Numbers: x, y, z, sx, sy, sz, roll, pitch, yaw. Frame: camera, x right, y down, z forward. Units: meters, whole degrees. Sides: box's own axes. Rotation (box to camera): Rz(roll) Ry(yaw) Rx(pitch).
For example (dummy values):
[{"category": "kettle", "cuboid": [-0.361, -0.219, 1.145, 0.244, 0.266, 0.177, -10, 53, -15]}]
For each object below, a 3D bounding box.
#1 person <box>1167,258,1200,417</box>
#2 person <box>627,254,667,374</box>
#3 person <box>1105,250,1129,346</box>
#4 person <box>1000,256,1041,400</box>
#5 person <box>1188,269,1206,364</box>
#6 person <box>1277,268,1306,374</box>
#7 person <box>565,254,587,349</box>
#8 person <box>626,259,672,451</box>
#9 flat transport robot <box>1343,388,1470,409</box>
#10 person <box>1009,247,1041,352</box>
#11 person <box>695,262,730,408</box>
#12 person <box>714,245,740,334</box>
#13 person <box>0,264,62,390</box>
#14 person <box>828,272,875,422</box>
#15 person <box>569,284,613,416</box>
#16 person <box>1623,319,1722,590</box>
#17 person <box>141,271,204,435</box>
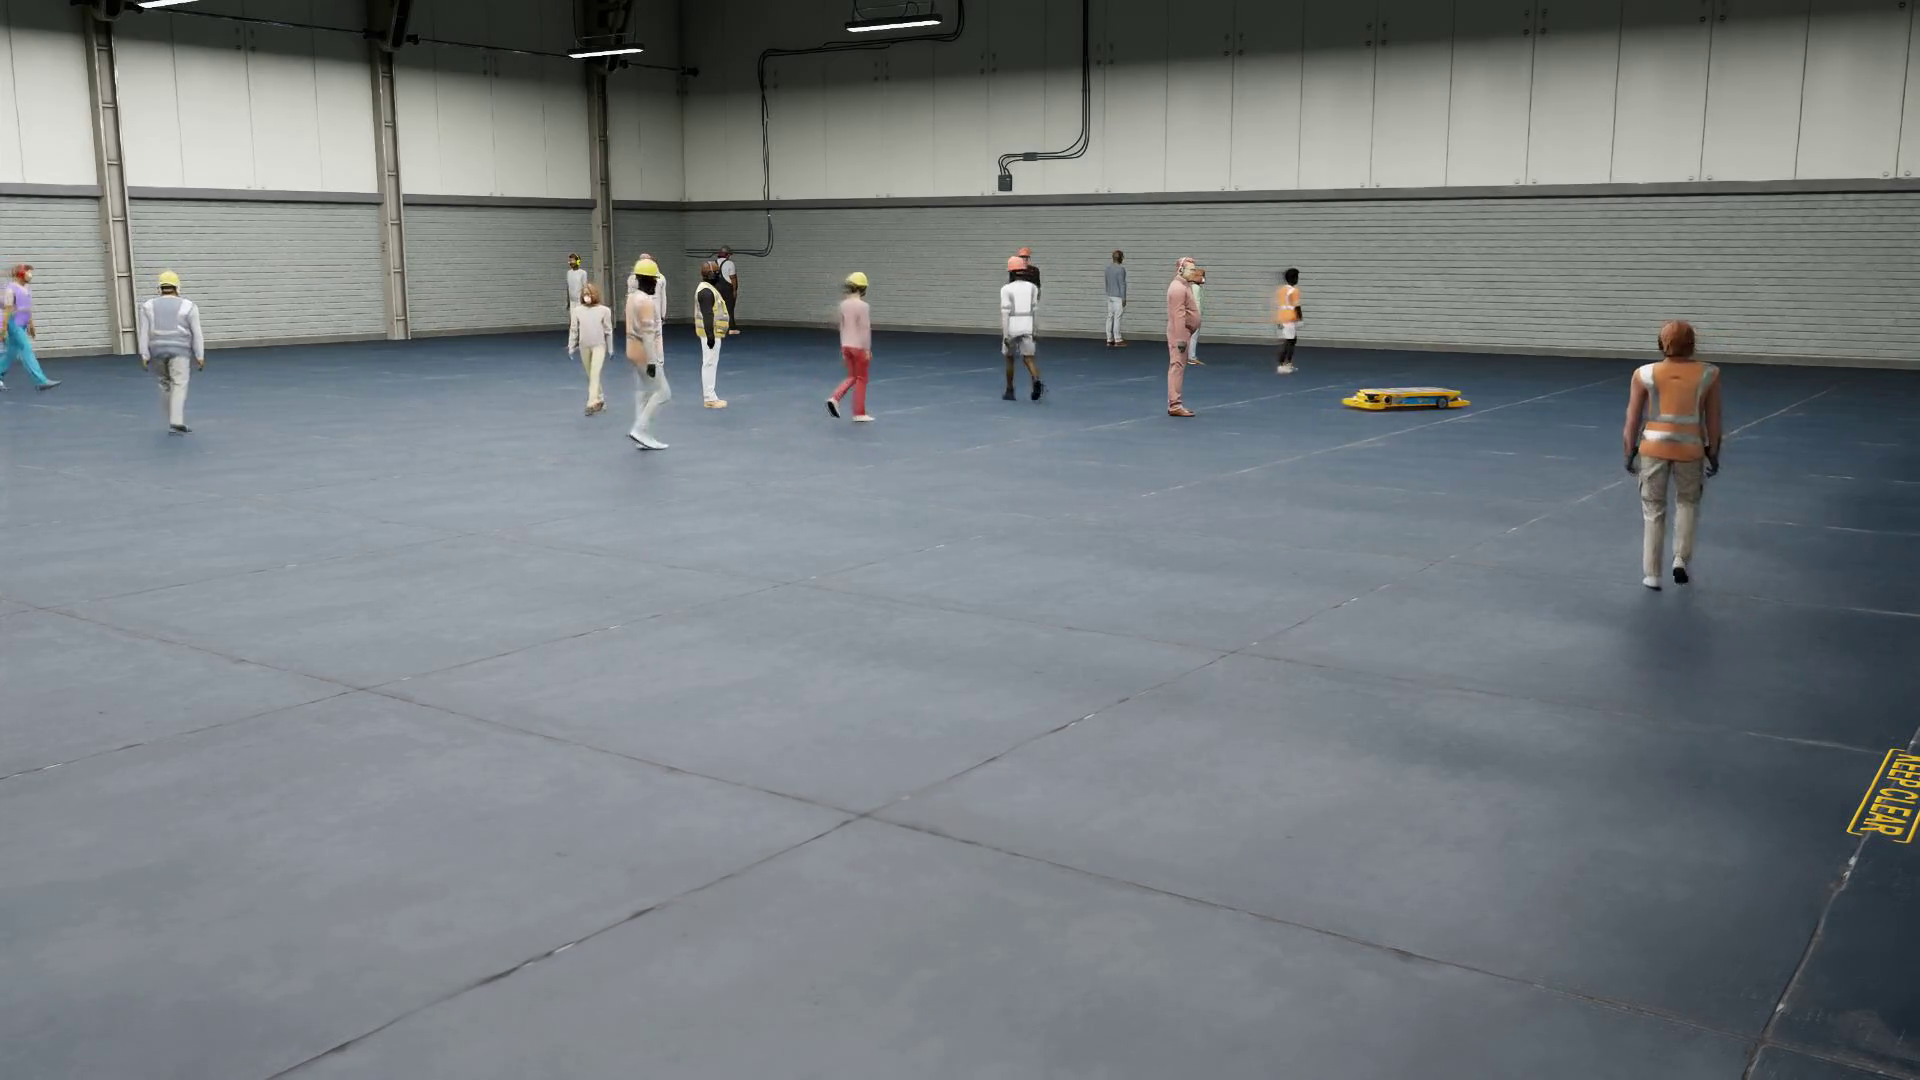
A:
[{"category": "person", "cuboid": [2.686, -2.442, 20.059, 0.403, 1.904, 0.637, 1, 10, 7]}, {"category": "person", "cuboid": [-4.970, -3.572, 26.374, 0.638, 1.910, 0.407, -6, 12, -29]}, {"category": "person", "cuboid": [3.165, -4.881, 33.617, 0.372, 1.940, 0.630, -6, 12, -29]}, {"category": "person", "cuboid": [0.802, -2.757, 21.800, 0.558, 1.916, 0.778, -4, 11, -22]}, {"category": "person", "cuboid": [4.098, -3.859, 28.744, 0.271, 1.632, 0.509, 0, 10, 1]}, {"category": "person", "cuboid": [5.304, -3.484, 26.535, 0.593, 1.679, 0.546, -2, 10, -12]}, {"category": "person", "cuboid": [-7.580, -4.712, 32.856, 0.517, 1.874, 0.327, 5, 11, 27]}, {"category": "person", "cuboid": [-3.123, -1.836, 16.609, 0.402, 1.914, 0.622, -5, 11, -26]}, {"category": "flat transport robot", "cuboid": [5.645, -1.799, 21.020, 1.431, 0.197, 0.652, -3, 11, -16]}, {"category": "person", "cuboid": [1.242, -4.602, 31.893, 0.612, 1.996, 0.376, 1, 10, 5]}, {"category": "person", "cuboid": [-3.129, -2.588, 21.044, 0.429, 1.842, 0.635, -1, 10, -5]}, {"category": "person", "cuboid": [-5.361, -5.754, 38.220, 0.674, 2.000, 0.535, 6, 12, 31]}, {"category": "person", "cuboid": [-13.292, -2.982, 23.434, 0.996, 1.792, 0.615, -2, 10, -10]}, {"category": "person", "cuboid": [-1.238, -2.227, 19.290, 0.466, 1.753, 0.525, -8, 13, -38]}, {"category": "person", "cuboid": [-4.504, -2.339, 20.350, 0.516, 1.591, 0.856, 1, 10, 7]}, {"category": "person", "cuboid": [4.262, -0.507, 9.984, 0.547, 1.621, 0.379, 3, 11, 18]}, {"category": "person", "cuboid": [-8.611, -2.035, 18.164, 0.608, 1.785, 0.790, -2, 10, -9]}]
